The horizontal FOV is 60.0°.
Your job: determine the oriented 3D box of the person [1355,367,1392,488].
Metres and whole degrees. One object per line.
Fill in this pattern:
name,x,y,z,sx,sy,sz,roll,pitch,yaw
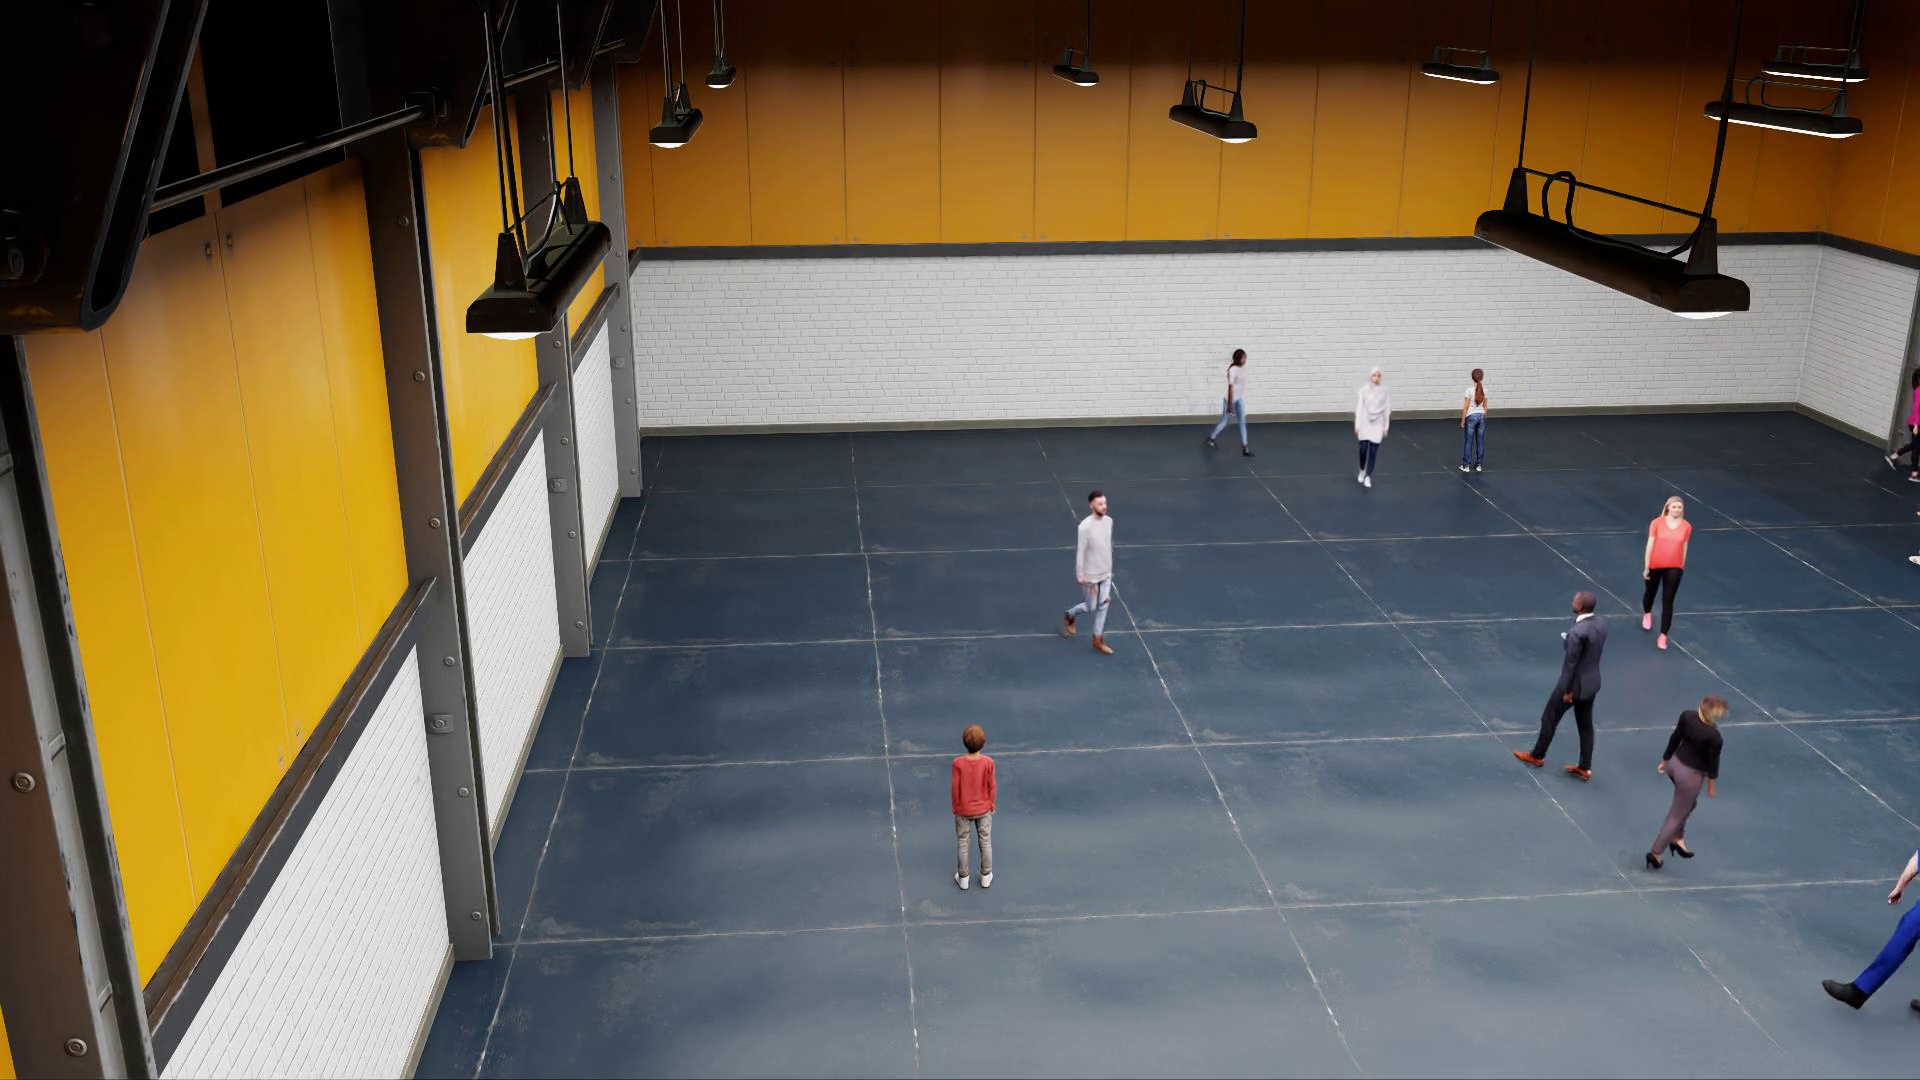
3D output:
person,6.001,-1.671,24.297,0.680,1.771,0.670,3,19,8

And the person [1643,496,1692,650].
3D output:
person,7.842,0.312,18.594,0.932,1.653,1.216,7,20,19

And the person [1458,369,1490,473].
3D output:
person,7.765,-1.822,25.070,0.537,1.563,0.516,-1,19,-3

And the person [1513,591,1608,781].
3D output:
person,5.734,1.366,15.235,0.993,1.798,1.100,-14,23,-35

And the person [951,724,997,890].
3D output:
person,0.109,2.158,13.483,0.514,1.416,0.472,-1,19,-3

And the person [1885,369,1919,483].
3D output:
person,14.089,-1.719,24.575,0.904,1.685,1.005,-17,25,-41

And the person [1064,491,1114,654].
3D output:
person,1.439,0.321,18.299,0.975,1.824,1.082,-15,24,-37

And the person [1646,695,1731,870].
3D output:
person,5.902,1.984,13.661,0.772,1.632,0.679,-8,20,-22

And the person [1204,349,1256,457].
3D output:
person,4.175,-2.128,25.810,1.209,1.671,1.114,14,23,35

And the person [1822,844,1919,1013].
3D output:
person,6.924,2.570,11.646,1.002,1.807,1.200,6,19,16
